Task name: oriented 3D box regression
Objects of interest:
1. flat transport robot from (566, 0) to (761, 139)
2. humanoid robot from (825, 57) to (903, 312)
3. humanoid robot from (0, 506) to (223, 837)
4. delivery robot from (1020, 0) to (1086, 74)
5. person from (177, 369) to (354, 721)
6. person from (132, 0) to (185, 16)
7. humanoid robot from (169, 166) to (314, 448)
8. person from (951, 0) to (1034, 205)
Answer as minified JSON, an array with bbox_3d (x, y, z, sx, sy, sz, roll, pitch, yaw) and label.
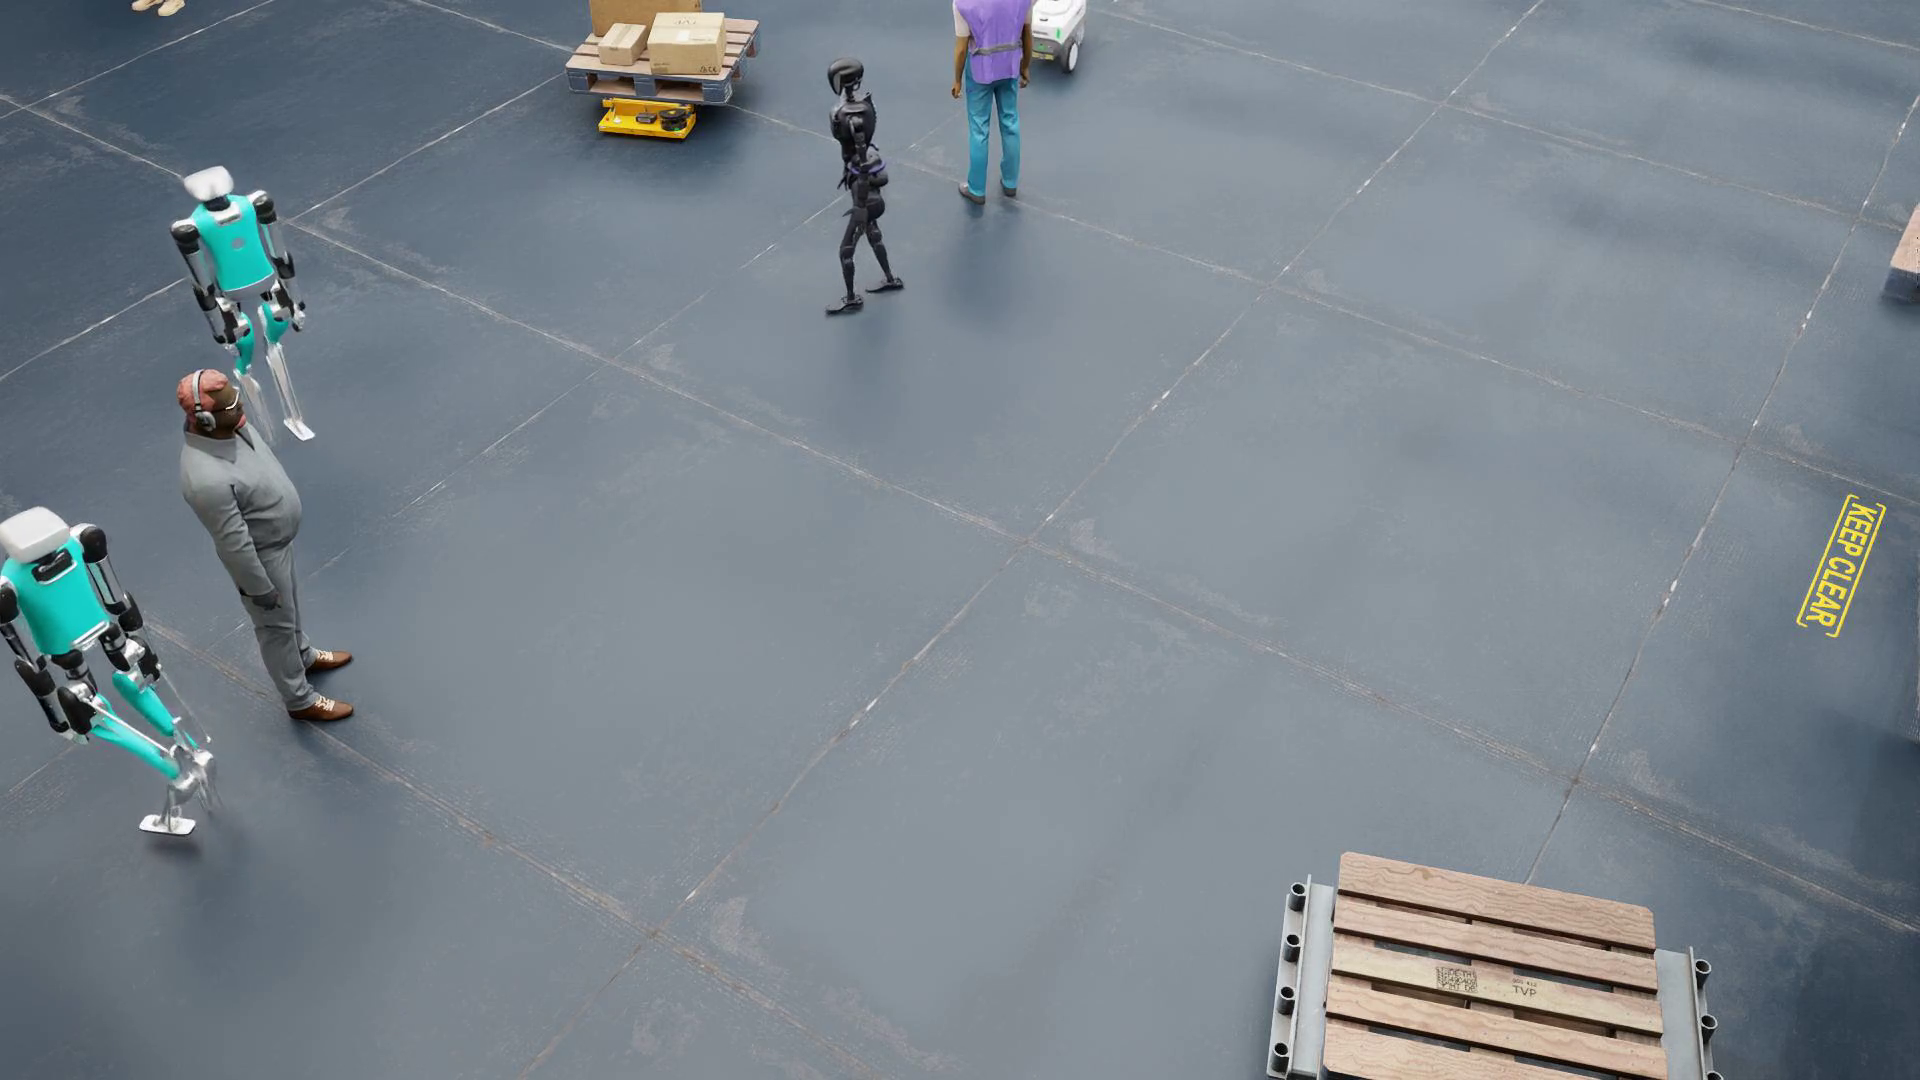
[{"bbox_3d":[-2.211,-3.491,12.686,0.659,0.231,1.431,7,42,8],"label":"flat transport robot"},{"bbox_3d":[-0.626,-2.190,10.180,0.553,1.635,0.589,-10,43,-11],"label":"humanoid robot"},{"bbox_3d":[-3.426,0.712,6.957,0.734,1.896,0.555,20,45,21],"label":"humanoid robot"},{"bbox_3d":[0.728,-4.039,13.094,0.499,0.606,0.796,14,44,15],"label":"delivery robot"},{"bbox_3d":[-3.144,0.025,7.524,0.412,1.908,0.637,-10,43,-11],"label":"person"},{"bbox_3d":[-6.692,-5.103,13.380,0.494,1.744,0.301,16,44,18],"label":"person"},{"bbox_3d":[-3.924,-1.263,9.134,0.549,1.856,0.650,-30,50,-29],"label":"humanoid robot"},{"bbox_3d":[0.218,-3.105,11.070,0.569,1.845,0.383,-16,44,-17],"label":"person"}]
